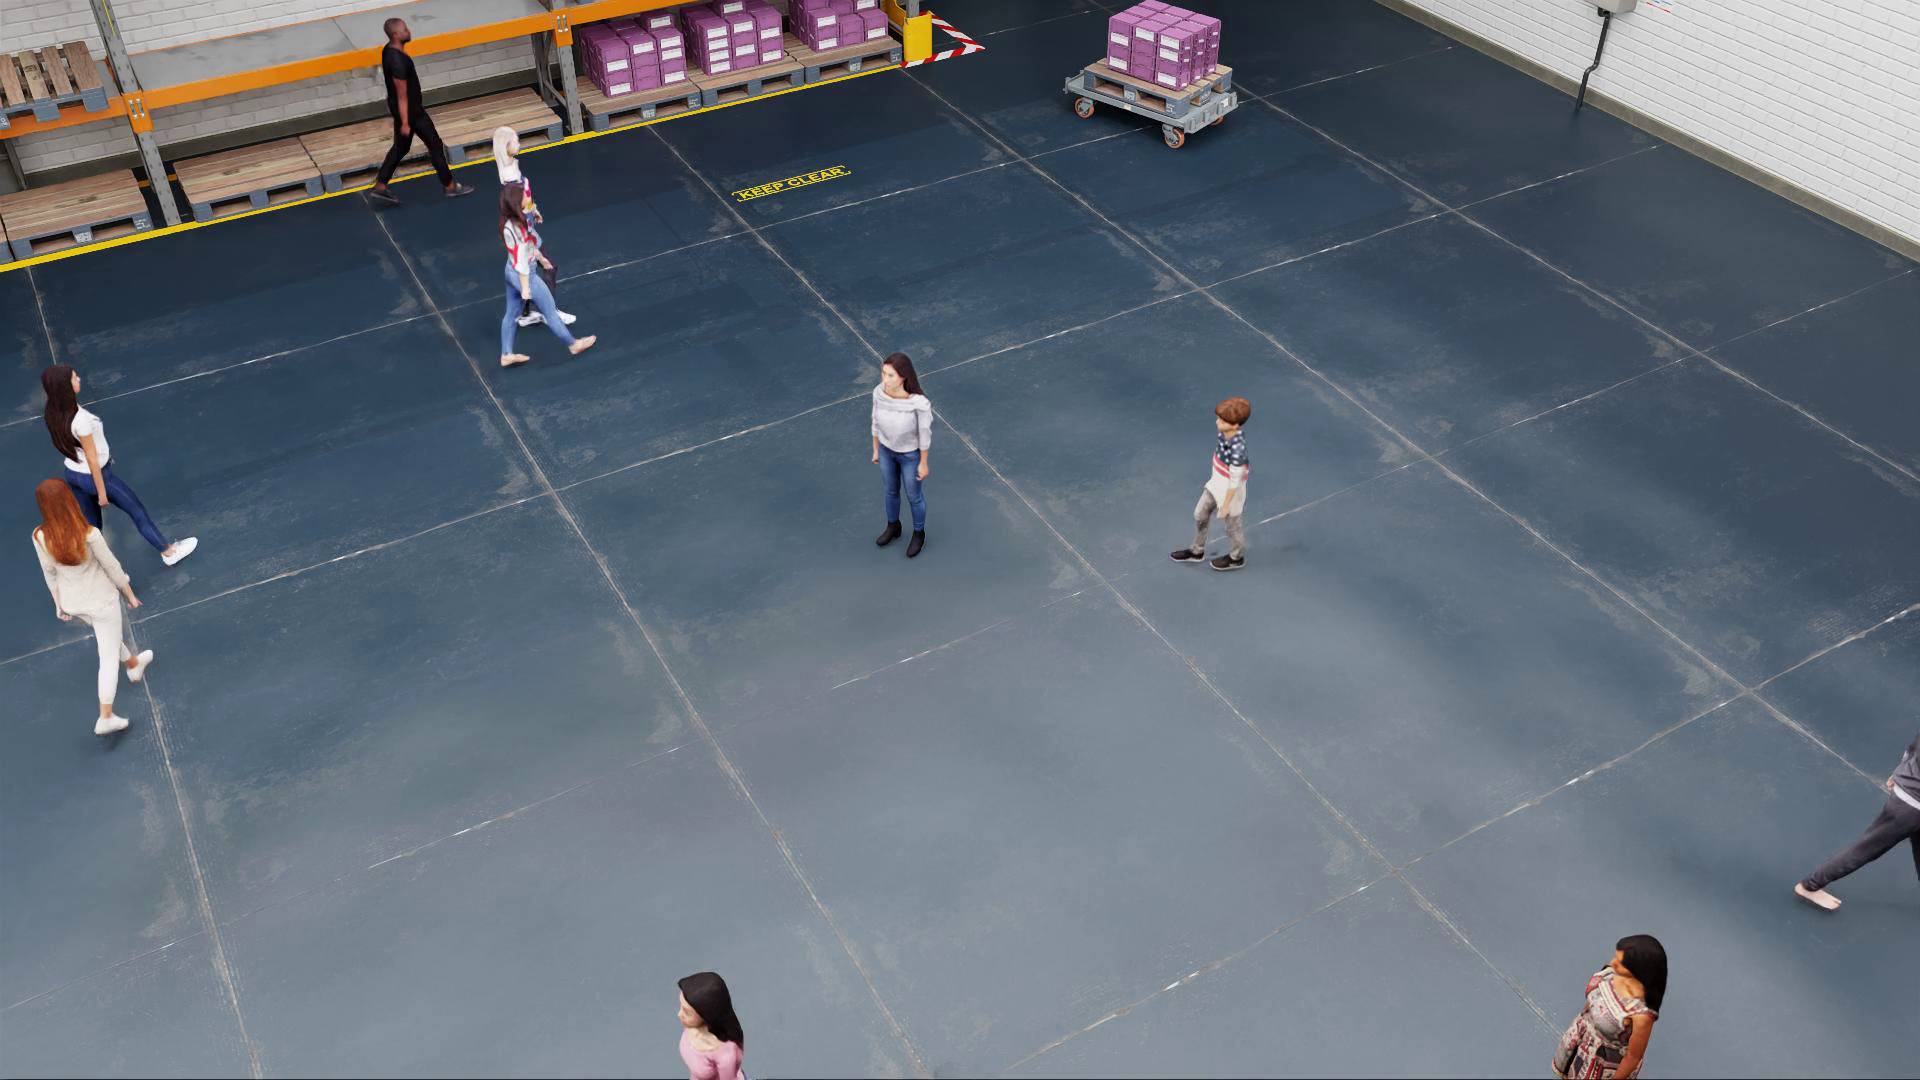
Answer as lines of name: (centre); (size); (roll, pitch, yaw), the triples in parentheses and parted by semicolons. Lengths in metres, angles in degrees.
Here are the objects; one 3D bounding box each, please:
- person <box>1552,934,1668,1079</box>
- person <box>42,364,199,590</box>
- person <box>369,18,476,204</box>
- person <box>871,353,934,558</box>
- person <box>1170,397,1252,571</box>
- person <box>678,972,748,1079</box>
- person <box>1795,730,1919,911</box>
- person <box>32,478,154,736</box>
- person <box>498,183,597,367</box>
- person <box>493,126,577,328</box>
person: (3.005, 2.368, 7.727); (0.708, 1.643, 0.724); (0, 39, -1)
person: (-5.836, -0.342, 11.037); (0.864, 1.746, 1.068); (22, 44, 26)
person: (-5.246, -3.948, 15.527); (1.220, 1.778, 0.756); (-15, 41, -18)
person: (-0.398, -0.597, 11.449); (0.681, 1.631, 0.678); (20, 43, 24)
person: (1.884, -0.373, 11.336); (0.822, 1.421, 0.692); (-6, 39, -8)
person: (-1.006, 2.492, 7.501); (0.922, 1.731, 0.630); (-24, 44, -27)
person: (4.994, 1.402, 8.880); (1.132, 1.714, 1.131); (12, 40, 14)
person: (-5.323, 0.431, 10.118); (1.105, 1.685, 1.031); (2, 39, 3)
person: (-3.592, -2.087, 13.363); (0.988, 1.571, 0.583); (-19, 42, -22)
person: (-3.713, -2.564, 13.778); (0.759, 1.798, 0.714); (-12, 40, -15)
